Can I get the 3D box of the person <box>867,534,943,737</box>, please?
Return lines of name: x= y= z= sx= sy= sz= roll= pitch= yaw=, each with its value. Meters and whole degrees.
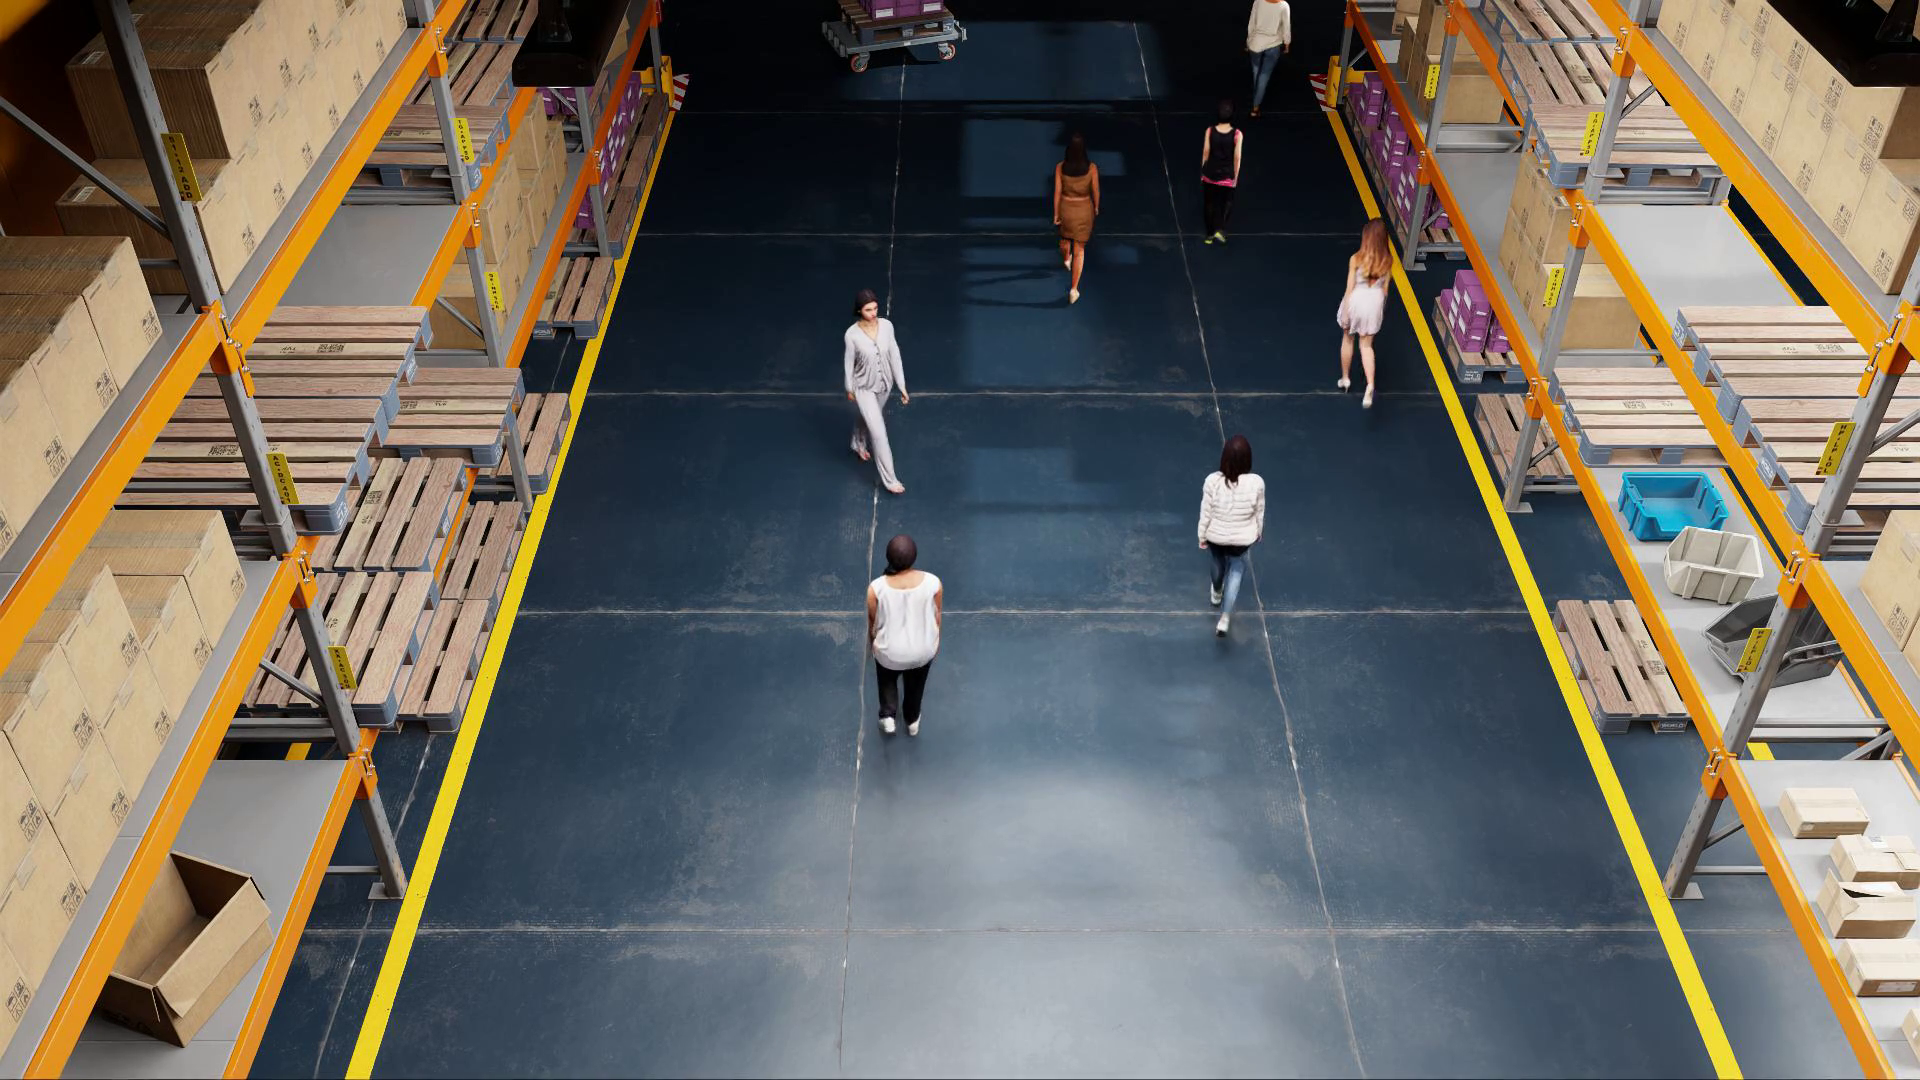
person: x=-0.371 y=0.700 z=11.136 sx=0.642 sy=1.677 sz=0.609 roll=-3 pitch=39 yaw=-3

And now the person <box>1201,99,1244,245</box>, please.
person: x=2.589 y=-3.657 z=16.698 sx=0.613 sy=1.544 sz=0.699 roll=9 pitch=40 yaw=11

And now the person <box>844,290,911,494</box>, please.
person: x=-0.751 y=-1.290 z=13.590 sx=0.997 sy=1.723 sz=1.186 roll=-22 pitch=44 yaw=-25

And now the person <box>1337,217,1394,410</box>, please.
person: x=3.487 y=-1.898 z=14.331 sx=0.564 sy=1.750 sz=0.980 roll=-2 pitch=39 yaw=-2

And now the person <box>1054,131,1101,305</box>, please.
person: x=1.098 y=-3.036 z=15.833 sx=0.689 sy=1.653 sz=1.048 roll=6 pitch=39 yaw=7

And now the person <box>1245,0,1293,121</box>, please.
person: x=3.470 y=-5.623 z=19.063 sx=0.858 sy=1.663 sz=0.952 roll=19 pitch=42 yaw=22

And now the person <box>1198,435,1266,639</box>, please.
person: x=1.963 y=-0.014 z=12.080 sx=0.754 sy=1.615 sz=1.071 roll=7 pitch=39 yaw=9
